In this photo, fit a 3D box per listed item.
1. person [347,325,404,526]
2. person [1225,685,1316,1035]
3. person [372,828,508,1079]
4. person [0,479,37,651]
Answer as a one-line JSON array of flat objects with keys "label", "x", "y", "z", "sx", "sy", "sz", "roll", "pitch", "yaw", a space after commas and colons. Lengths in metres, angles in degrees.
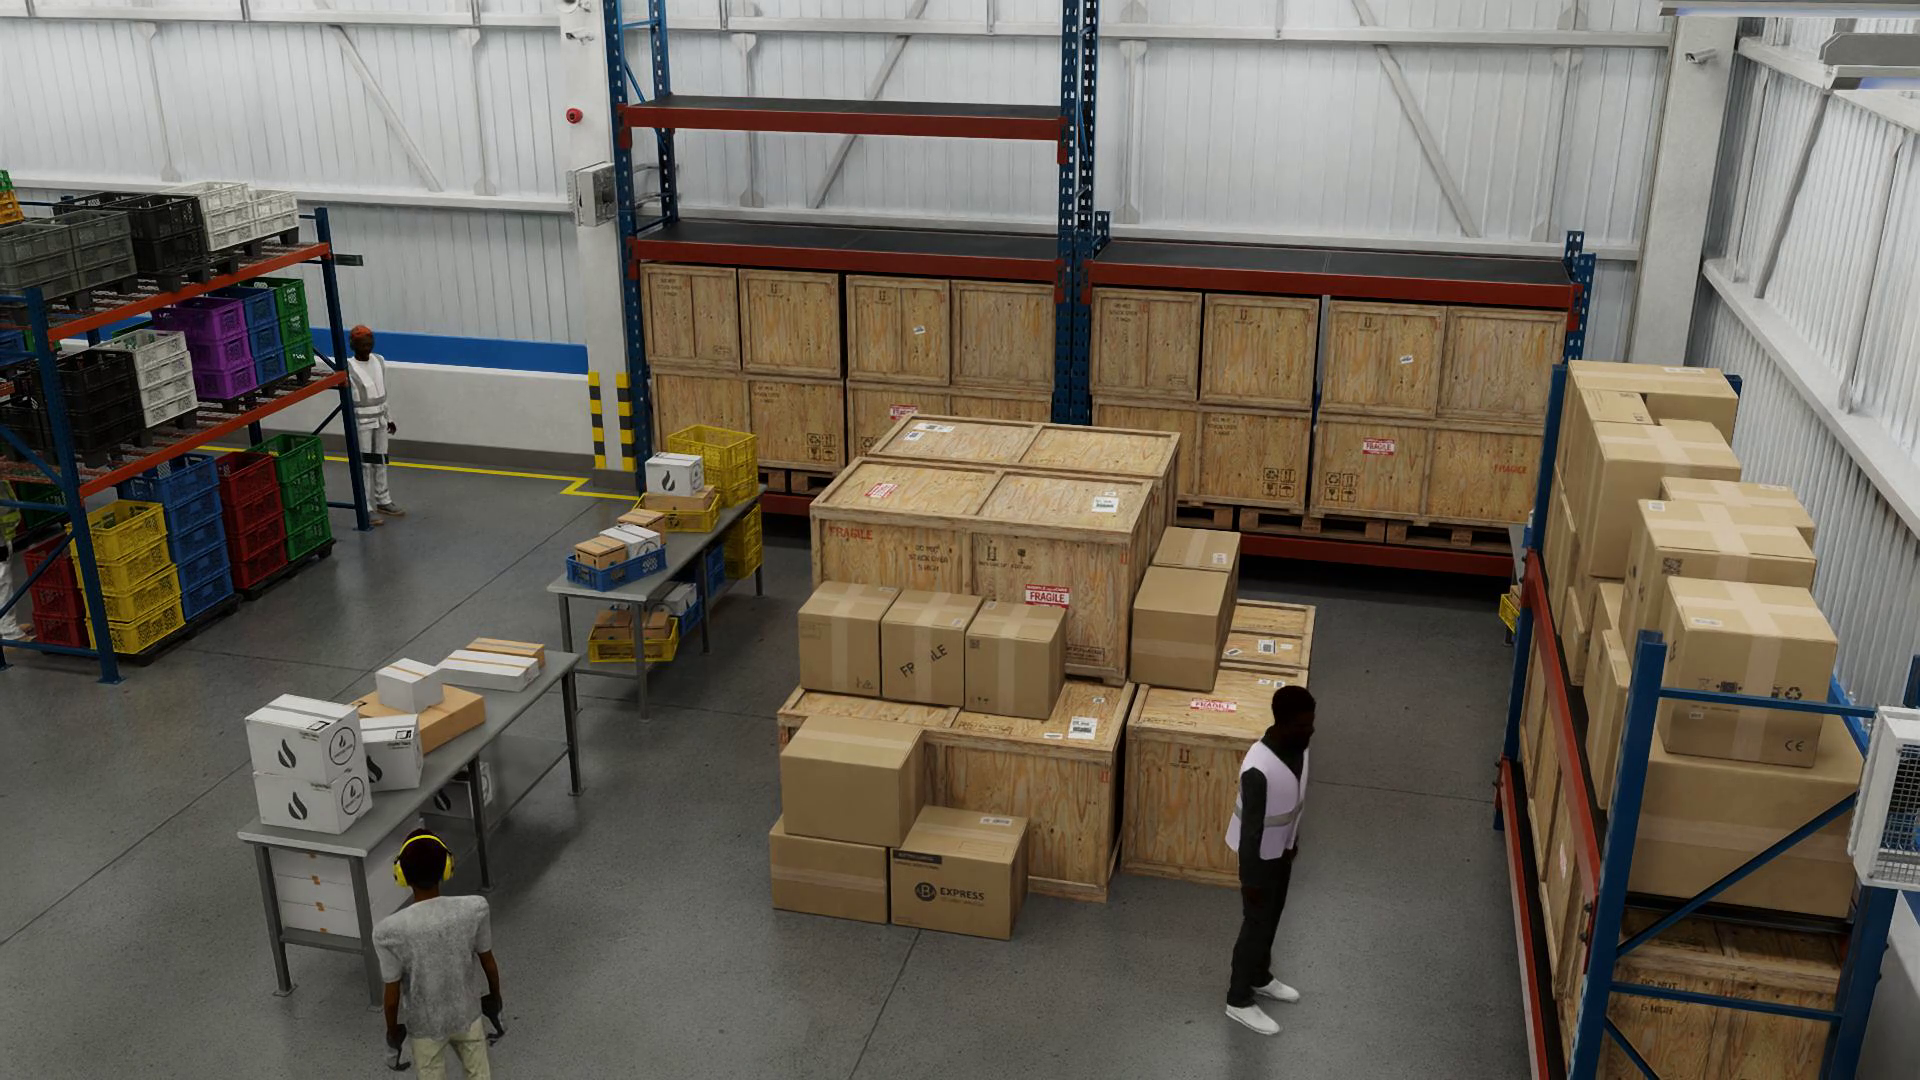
[{"label": "person", "x": -5.542, "y": -1.089, "z": 15.615, "sx": 0.337, "sy": 1.881, "sz": 0.583, "roll": 9, "pitch": 23, "yaw": 22}, {"label": "person", "x": 1.592, "y": 1.598, "z": 8.560, "sx": 0.426, "sy": 1.906, "sz": 0.609, "roll": 14, "pitch": 25, "yaw": 32}, {"label": "person", "x": -2.252, "y": 2.112, "z": 7.262, "sx": 0.534, "sy": 1.868, "sz": 0.309, "roll": -12, "pitch": 24, "yaw": -29}, {"label": "person", "x": -7.530, "y": -0.045, "z": 12.944, "sx": 0.429, "sy": 1.842, "sz": 0.626, "roll": -17, "pitch": 27, "yaw": -37}]
